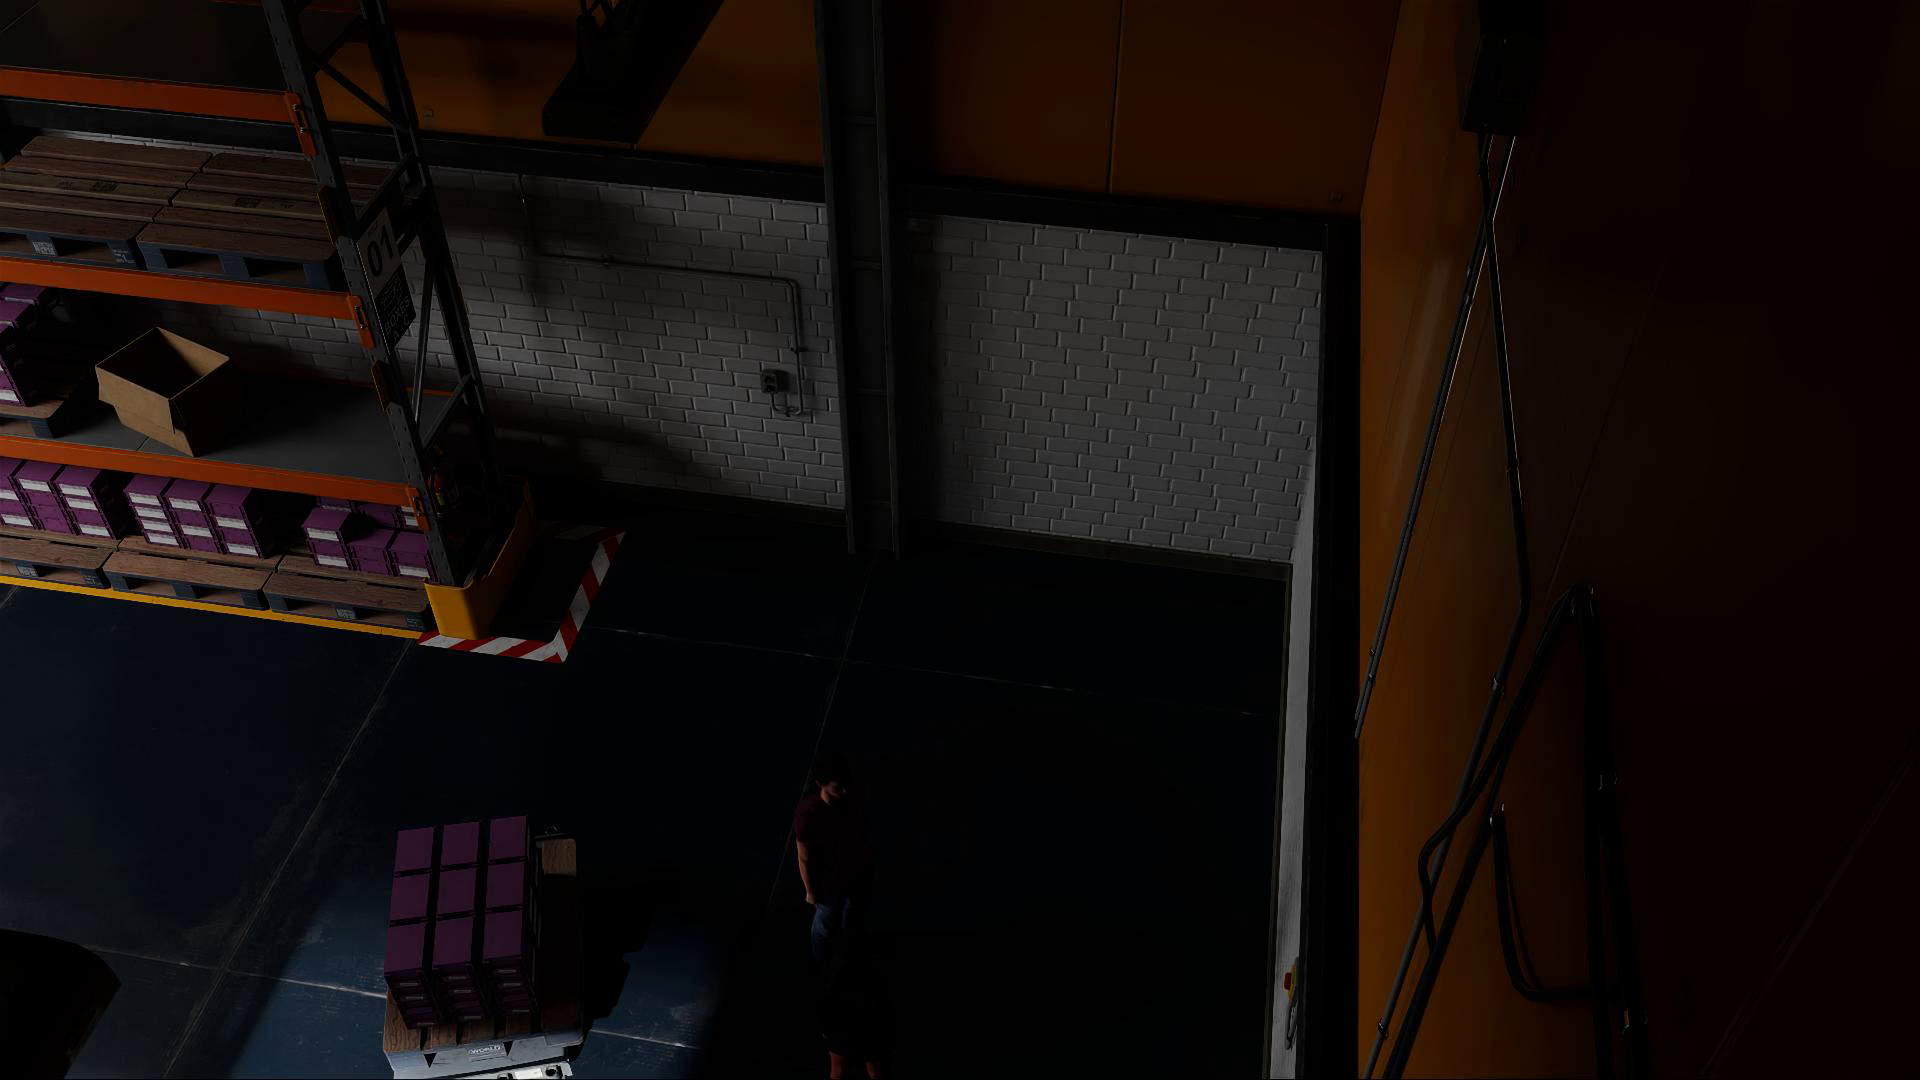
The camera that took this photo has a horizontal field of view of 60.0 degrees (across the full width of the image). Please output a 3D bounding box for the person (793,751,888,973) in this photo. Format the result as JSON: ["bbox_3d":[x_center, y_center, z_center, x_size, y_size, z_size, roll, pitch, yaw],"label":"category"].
[{"bbox_3d":[-0.663,1.768,9.082,0.736,1.854,0.739,30,51,28],"label":"person"}]

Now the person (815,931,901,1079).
[{"bbox_3d":[-0.510,2.514,8.454,0.556,1.640,0.619,9,44,9],"label":"person"}]
